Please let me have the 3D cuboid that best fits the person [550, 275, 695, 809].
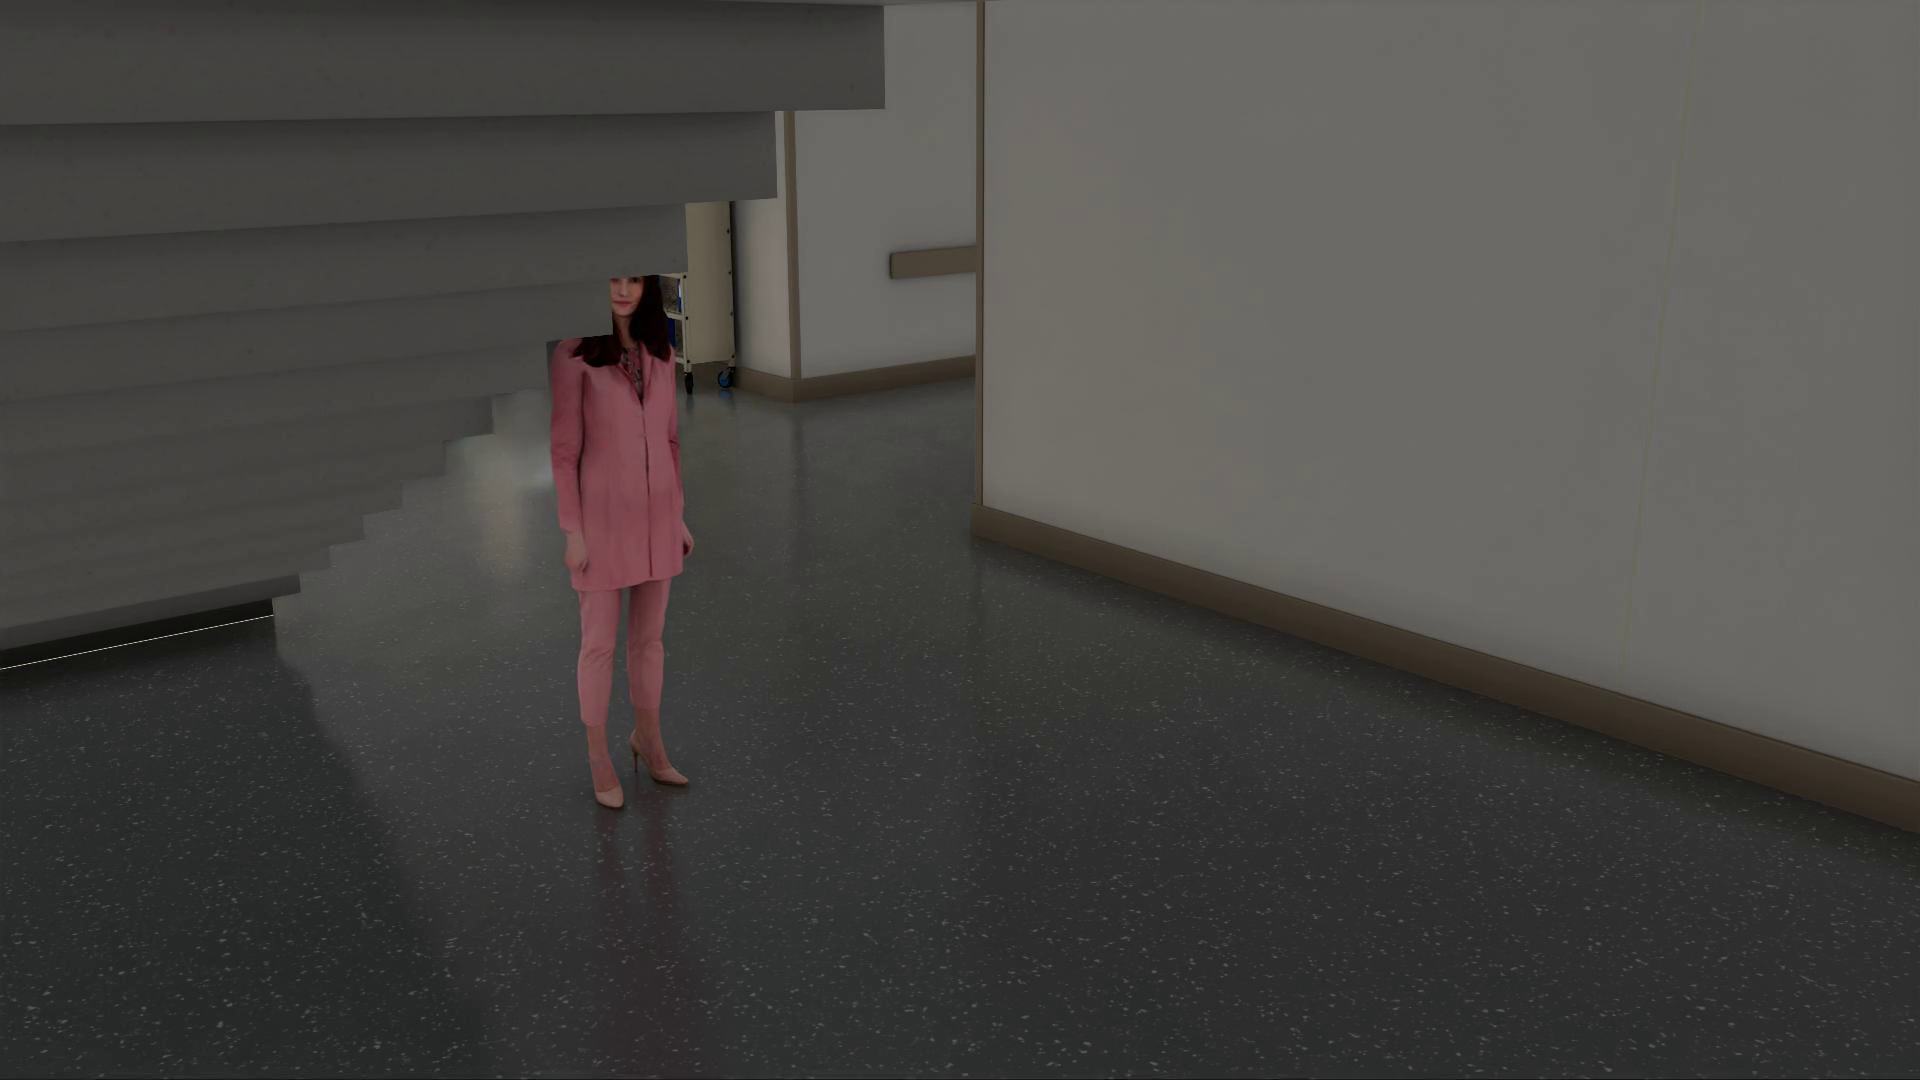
[{"bbox_3d":[-1.068,-0.059,5.260,0.612,1.801,0.515,-13,21,-39],"label":"person"}]
